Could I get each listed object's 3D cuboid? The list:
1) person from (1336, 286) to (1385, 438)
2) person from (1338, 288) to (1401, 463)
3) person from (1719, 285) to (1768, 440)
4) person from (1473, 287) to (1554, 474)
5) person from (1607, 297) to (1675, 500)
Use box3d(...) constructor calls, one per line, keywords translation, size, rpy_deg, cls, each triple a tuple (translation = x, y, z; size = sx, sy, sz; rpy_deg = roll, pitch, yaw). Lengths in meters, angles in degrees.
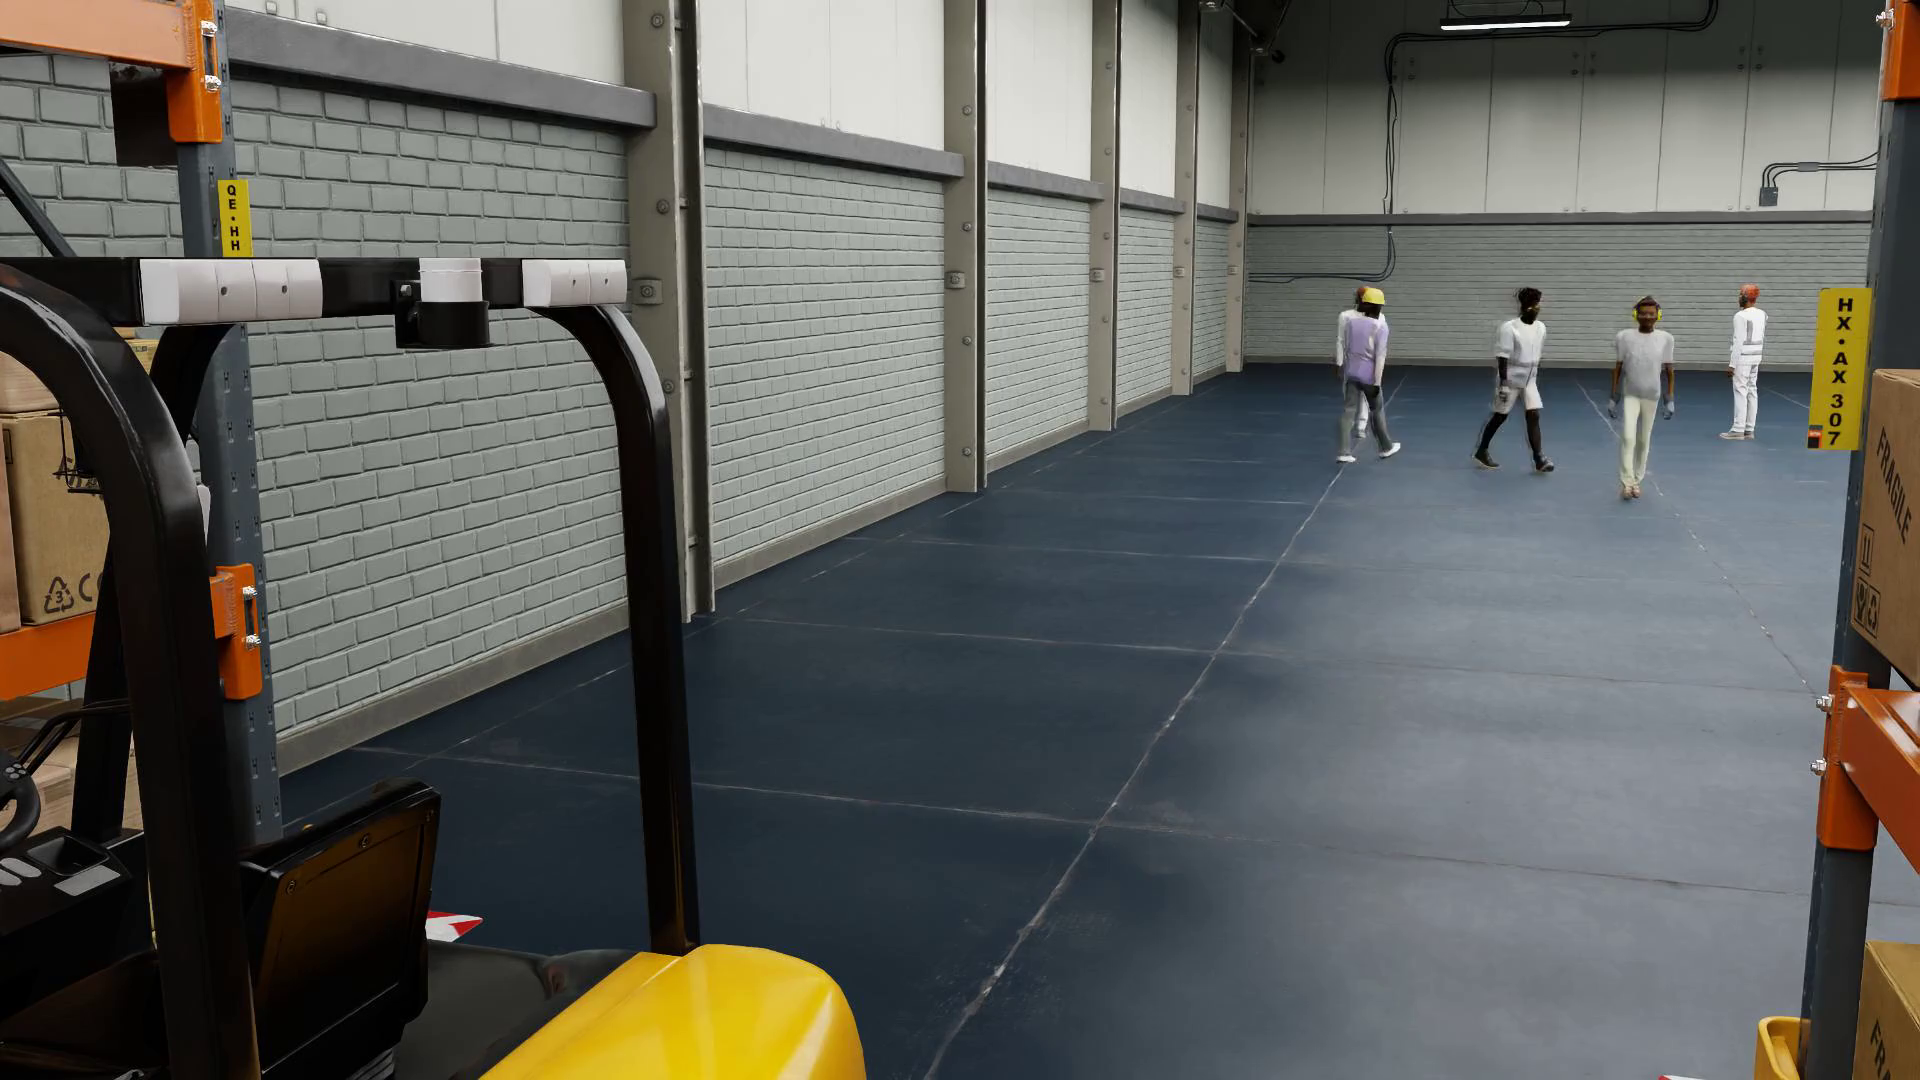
box3d(translation=(4.963, -2.213, 20.631), size=(0.590, 1.870, 0.625), rpy_deg=(2, 10, 10), cls="person")
box3d(translation=(4.436, -1.781, 18.064), size=(1.000, 1.871, 0.596), rpy_deg=(-9, 13, -42), cls="person")
box3d(translation=(9.569, -2.162, 20.286), size=(0.576, 1.883, 0.354), rpy_deg=(-7, 12, -35), cls="person")
box3d(translation=(5.744, -1.639, 17.117), size=(0.655, 1.903, 1.031), rpy_deg=(-4, 10, -22), cls="person")
box3d(translation=(6.184, -1.264, 15.053), size=(0.554, 1.838, 0.859), rpy_deg=(3, 10, 15), cls="person")
